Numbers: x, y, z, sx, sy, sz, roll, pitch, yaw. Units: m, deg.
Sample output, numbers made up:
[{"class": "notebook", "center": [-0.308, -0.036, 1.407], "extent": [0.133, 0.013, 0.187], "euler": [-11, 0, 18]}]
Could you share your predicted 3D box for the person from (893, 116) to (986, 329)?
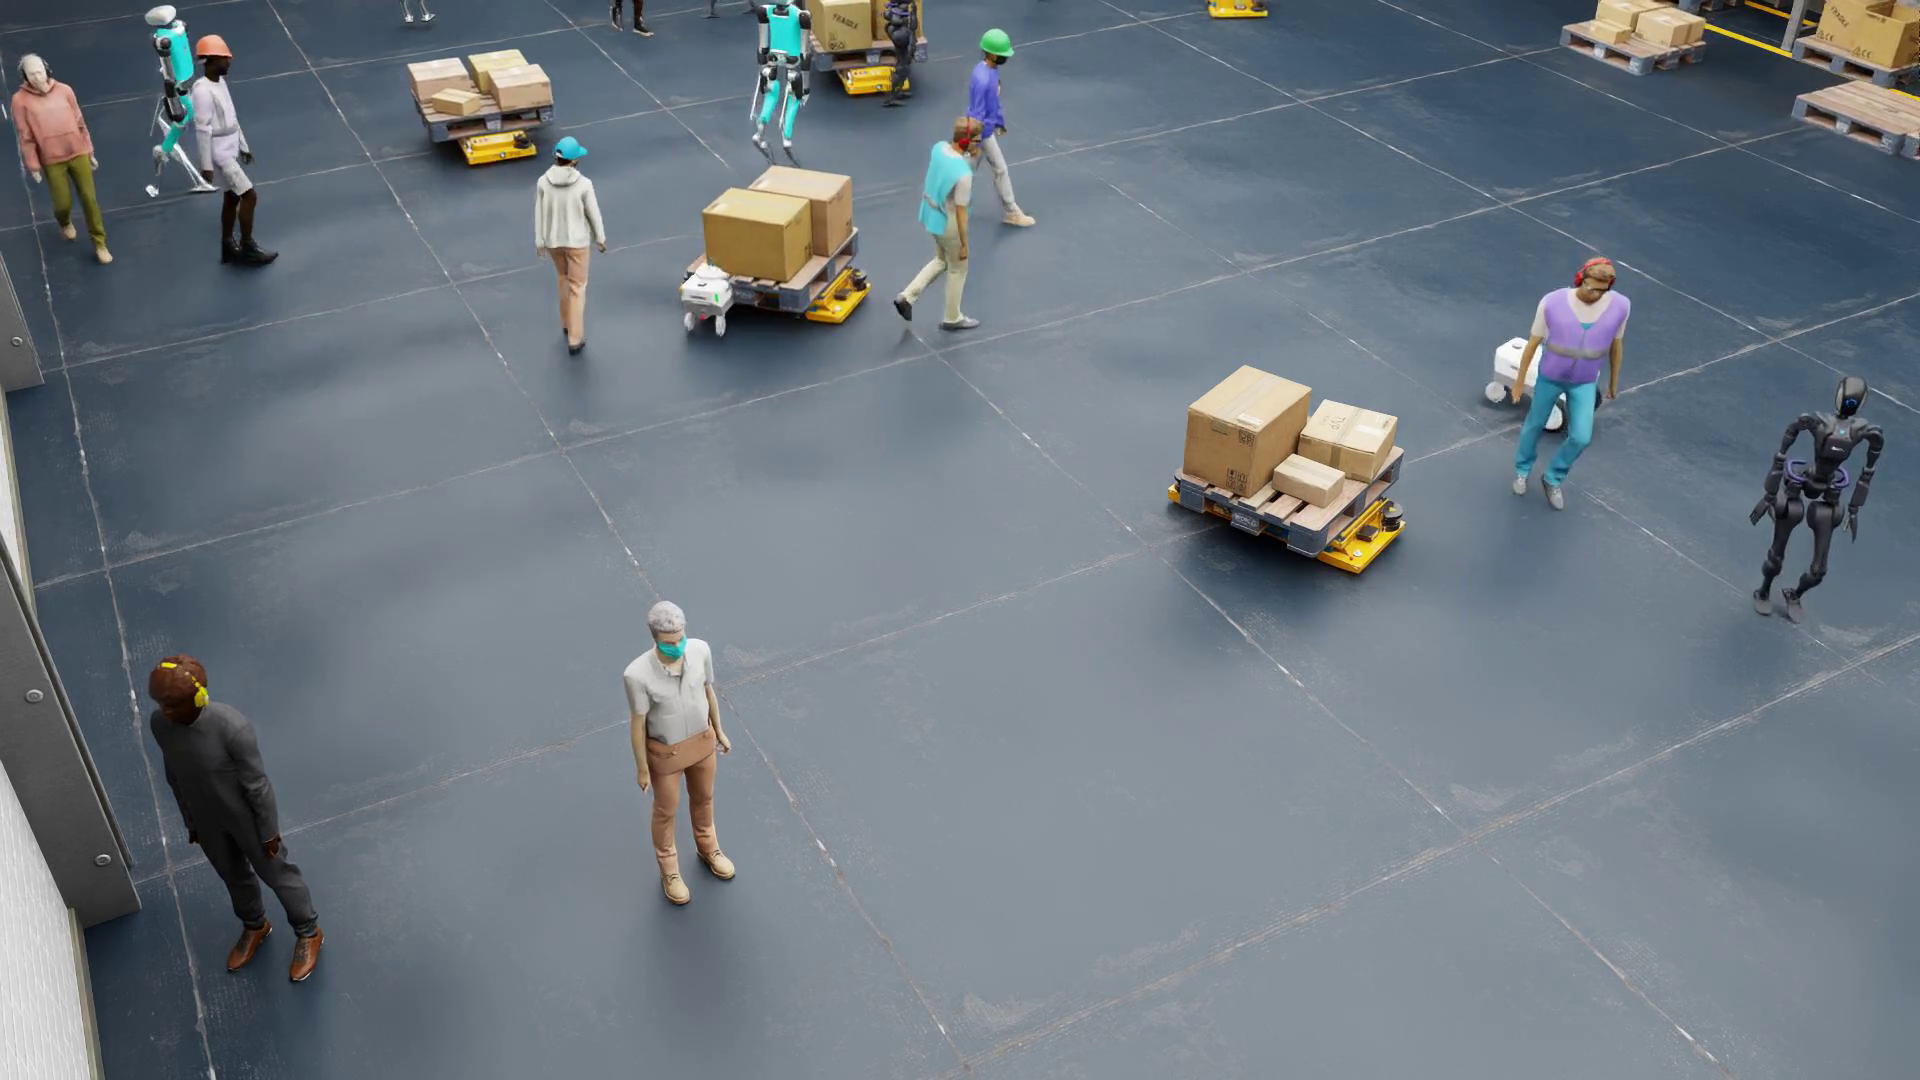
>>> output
[{"class": "person", "center": [-0.137, -2.390, 12.785], "extent": [0.605, 1.806, 0.623], "euler": [-13, 37, -18]}]

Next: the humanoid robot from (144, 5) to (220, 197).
[{"class": "humanoid robot", "center": [-7.244, -3.893, 15.075], "extent": [0.798, 1.881, 0.552], "euler": [0, 35, 0]}]

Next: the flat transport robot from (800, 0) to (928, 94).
[{"class": "flat transport robot", "center": [-1.051, -5.212, 18.158], "extent": [0.659, 0.231, 1.431], "euler": [-9, 36, -13]}]

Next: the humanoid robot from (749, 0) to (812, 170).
[{"class": "humanoid robot", "center": [-1.681, -4.129, 15.342], "extent": [0.539, 1.800, 0.687], "euler": [11, 37, 16]}]

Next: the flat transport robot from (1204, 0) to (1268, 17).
[{"class": "flat transport robot", "center": [3.277, -6.655, 20.218], "extent": [0.659, 0.231, 1.431], "euler": [-2, 35, -3]}]

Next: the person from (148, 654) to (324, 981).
[{"class": "person", "center": [-3.300, 1.253, 7.540], "extent": [0.491, 1.866, 0.353], "euler": [7, 36, 10]}]

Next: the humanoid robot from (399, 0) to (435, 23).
[{"class": "humanoid robot", "center": [-6.342, -6.713, 18.905], "extent": [0.533, 1.677, 0.735], "euler": [-2, 35, -2]}]

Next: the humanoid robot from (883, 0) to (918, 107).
[{"class": "humanoid robot", "center": [-0.605, -5.286, 17.040], "extent": [0.373, 1.637, 0.611], "euler": [-16, 38, -21]}]

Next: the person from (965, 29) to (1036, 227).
[{"class": "person", "center": [0.183, -3.590, 14.505], "extent": [0.929, 1.811, 0.541], "euler": [4, 35, 6]}]

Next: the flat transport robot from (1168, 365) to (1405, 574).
[{"class": "flat transport robot", "center": [2.165, -0.241, 11.060], "extent": [1.431, 0.231, 0.659], "euler": [24, 42, 30]}]

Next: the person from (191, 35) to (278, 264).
[{"class": "person", "center": [-6.151, -3.238, 13.922], "extent": [0.503, 1.891, 0.596], "euler": [-7, 36, -10]}]

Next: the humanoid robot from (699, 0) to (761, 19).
[{"class": "humanoid robot", "center": [-2.744, -6.928, 19.423], "extent": [0.752, 1.630, 0.596], "euler": [-5, 35, -7]}]

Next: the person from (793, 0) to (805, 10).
[{"class": "person", "center": [-1.849, -6.772, 18.945], "extent": [0.601, 1.913, 0.498], "euler": [22, 41, 28]}]

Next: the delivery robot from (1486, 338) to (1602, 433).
[{"class": "delivery robot", "center": [4.281, -1.162, 12.141], "extent": [0.499, 0.613, 0.807], "euler": [-27, 43, -33]}]

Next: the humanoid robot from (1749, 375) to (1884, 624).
[{"class": "humanoid robot", "center": [5.027, -0.240, 9.829], "extent": [0.586, 1.645, 0.362], "euler": [9, 36, 12]}]

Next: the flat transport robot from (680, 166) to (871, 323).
[{"class": "flat transport robot", "center": [-1.519, -2.103, 13.718], "extent": [1.431, 0.231, 0.659], "euler": [11, 37, 16]}]

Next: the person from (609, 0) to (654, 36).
[{"class": "person", "center": [-3.736, -6.670, 18.789], "extent": [0.545, 1.932, 0.644], "euler": [28, 44, 34]}]

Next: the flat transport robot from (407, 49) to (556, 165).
[{"class": "flat transport robot", "center": [-4.720, -4.117, 16.594], "extent": [0.659, 0.231, 1.431], "euler": [-15, 38, -20]}]

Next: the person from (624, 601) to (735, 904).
[{"class": "person", "center": [-1.344, 0.999, 8.001], "extent": [0.492, 1.743, 0.305], "euler": [-24, 42, -30]}]

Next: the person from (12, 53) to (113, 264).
[{"class": "person", "center": [-7.575, -3.237, 13.995], "extent": [0.538, 1.819, 0.578], "euler": [-24, 42, -30]}]

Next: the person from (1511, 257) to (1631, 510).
[{"class": "person", "center": [3.952, -1.027, 10.830], "extent": [0.674, 1.811, 0.598], "euler": [4, 35, 5]}]

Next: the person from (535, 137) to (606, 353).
[{"class": "person", "center": [-2.985, -2.267, 12.753], "extent": [0.490, 1.637, 0.636], "euler": [4, 35, 6]}]

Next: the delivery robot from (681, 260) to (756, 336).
[{"class": "delivery robot", "center": [-1.946, -2.030, 13.379], "extent": [0.499, 0.612, 0.796], "euler": [9, 36, 13]}]
